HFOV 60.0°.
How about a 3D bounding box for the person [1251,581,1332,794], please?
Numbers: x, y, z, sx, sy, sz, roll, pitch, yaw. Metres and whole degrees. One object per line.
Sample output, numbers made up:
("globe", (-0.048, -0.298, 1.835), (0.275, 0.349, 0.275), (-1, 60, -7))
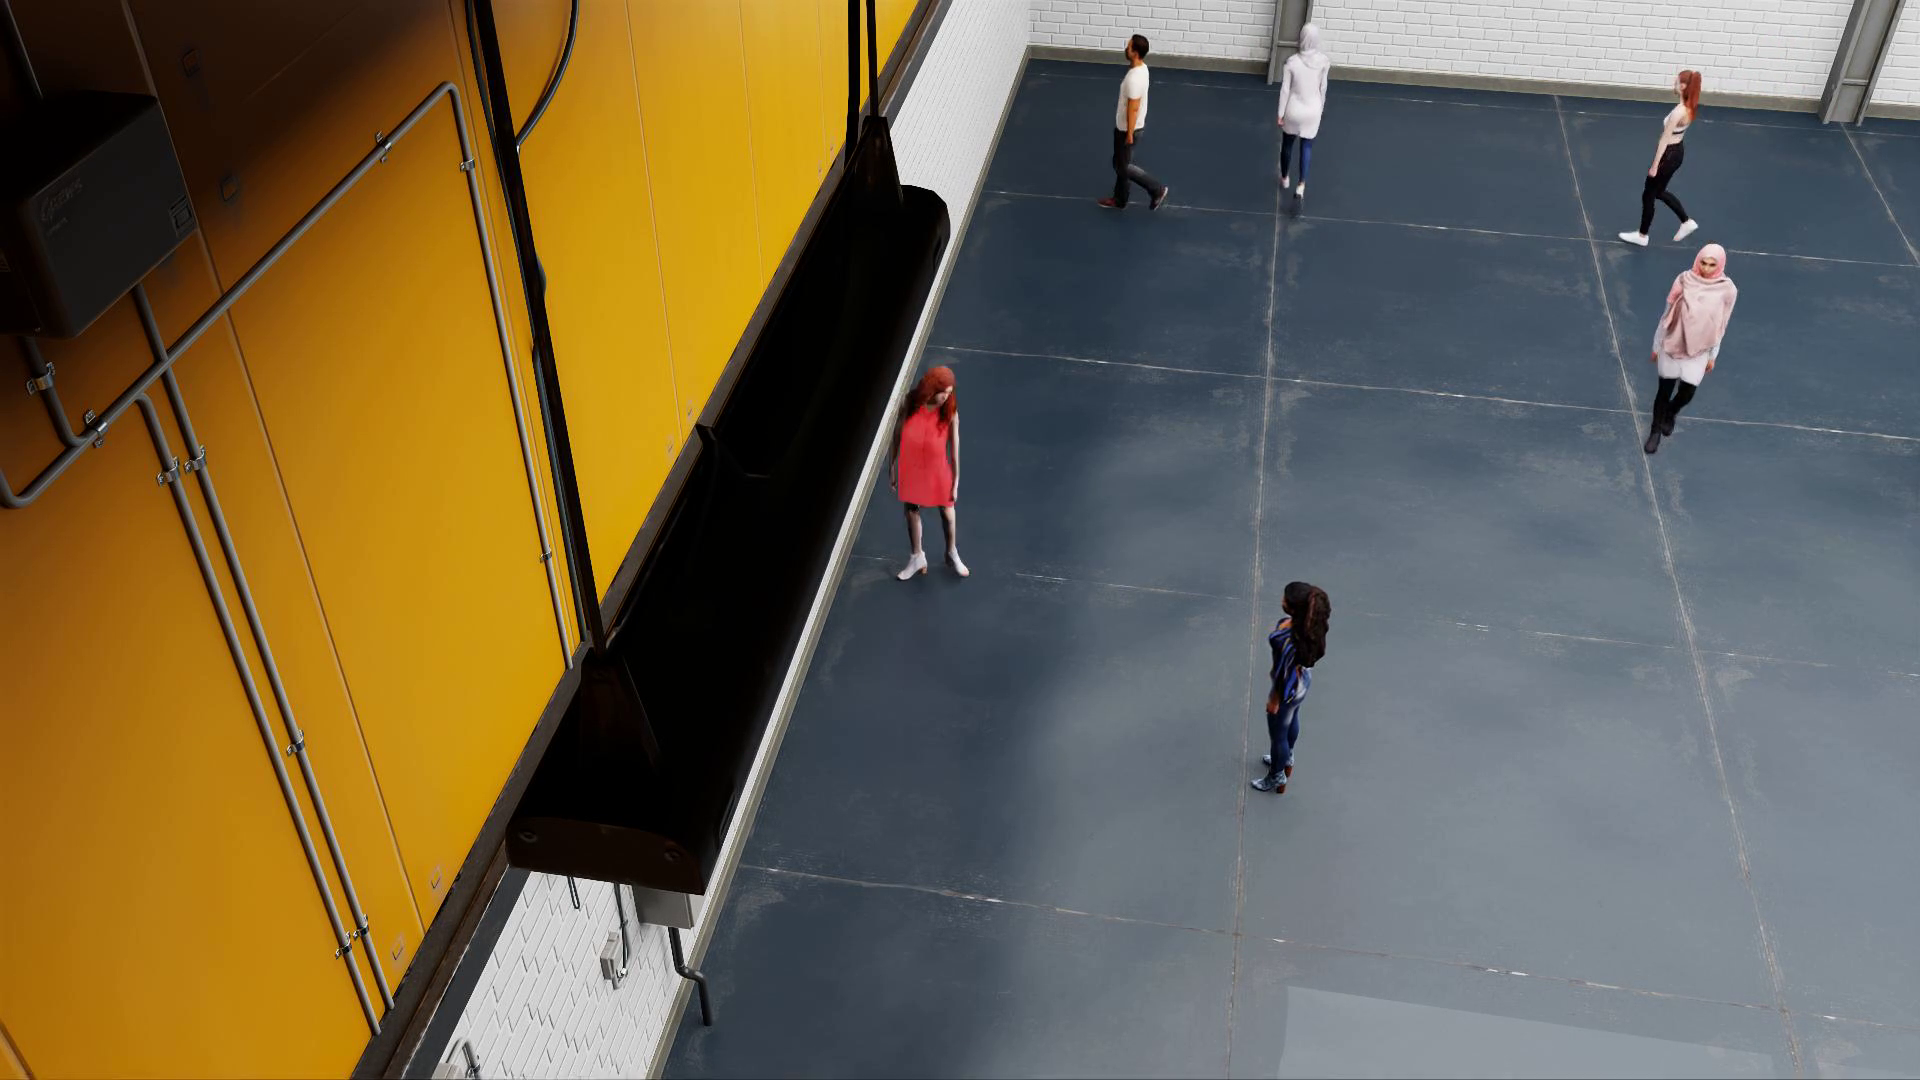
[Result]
("person", (1.979, 0.880, 10.038), (0.654, 1.618, 0.680), (19, 42, 22))

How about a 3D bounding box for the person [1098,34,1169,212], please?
("person", (1.715, -3.957, 15.957), (0.904, 1.789, 0.643), (8, 39, 9))

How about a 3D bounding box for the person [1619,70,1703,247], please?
("person", (6.653, -3.485, 15.413), (0.987, 1.731, 0.828), (25, 45, 28))

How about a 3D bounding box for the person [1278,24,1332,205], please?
("person", (3.344, -4.112, 16.183), (0.980, 1.750, 0.726), (3, 39, 4))

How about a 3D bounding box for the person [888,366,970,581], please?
("person", (-0.277, -0.453, 11.560), (0.489, 1.801, 0.777), (18, 42, 21))

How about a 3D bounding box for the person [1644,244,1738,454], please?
("person", (5.626, -1.508, 12.887), (0.726, 1.795, 0.788), (16, 41, 19))
